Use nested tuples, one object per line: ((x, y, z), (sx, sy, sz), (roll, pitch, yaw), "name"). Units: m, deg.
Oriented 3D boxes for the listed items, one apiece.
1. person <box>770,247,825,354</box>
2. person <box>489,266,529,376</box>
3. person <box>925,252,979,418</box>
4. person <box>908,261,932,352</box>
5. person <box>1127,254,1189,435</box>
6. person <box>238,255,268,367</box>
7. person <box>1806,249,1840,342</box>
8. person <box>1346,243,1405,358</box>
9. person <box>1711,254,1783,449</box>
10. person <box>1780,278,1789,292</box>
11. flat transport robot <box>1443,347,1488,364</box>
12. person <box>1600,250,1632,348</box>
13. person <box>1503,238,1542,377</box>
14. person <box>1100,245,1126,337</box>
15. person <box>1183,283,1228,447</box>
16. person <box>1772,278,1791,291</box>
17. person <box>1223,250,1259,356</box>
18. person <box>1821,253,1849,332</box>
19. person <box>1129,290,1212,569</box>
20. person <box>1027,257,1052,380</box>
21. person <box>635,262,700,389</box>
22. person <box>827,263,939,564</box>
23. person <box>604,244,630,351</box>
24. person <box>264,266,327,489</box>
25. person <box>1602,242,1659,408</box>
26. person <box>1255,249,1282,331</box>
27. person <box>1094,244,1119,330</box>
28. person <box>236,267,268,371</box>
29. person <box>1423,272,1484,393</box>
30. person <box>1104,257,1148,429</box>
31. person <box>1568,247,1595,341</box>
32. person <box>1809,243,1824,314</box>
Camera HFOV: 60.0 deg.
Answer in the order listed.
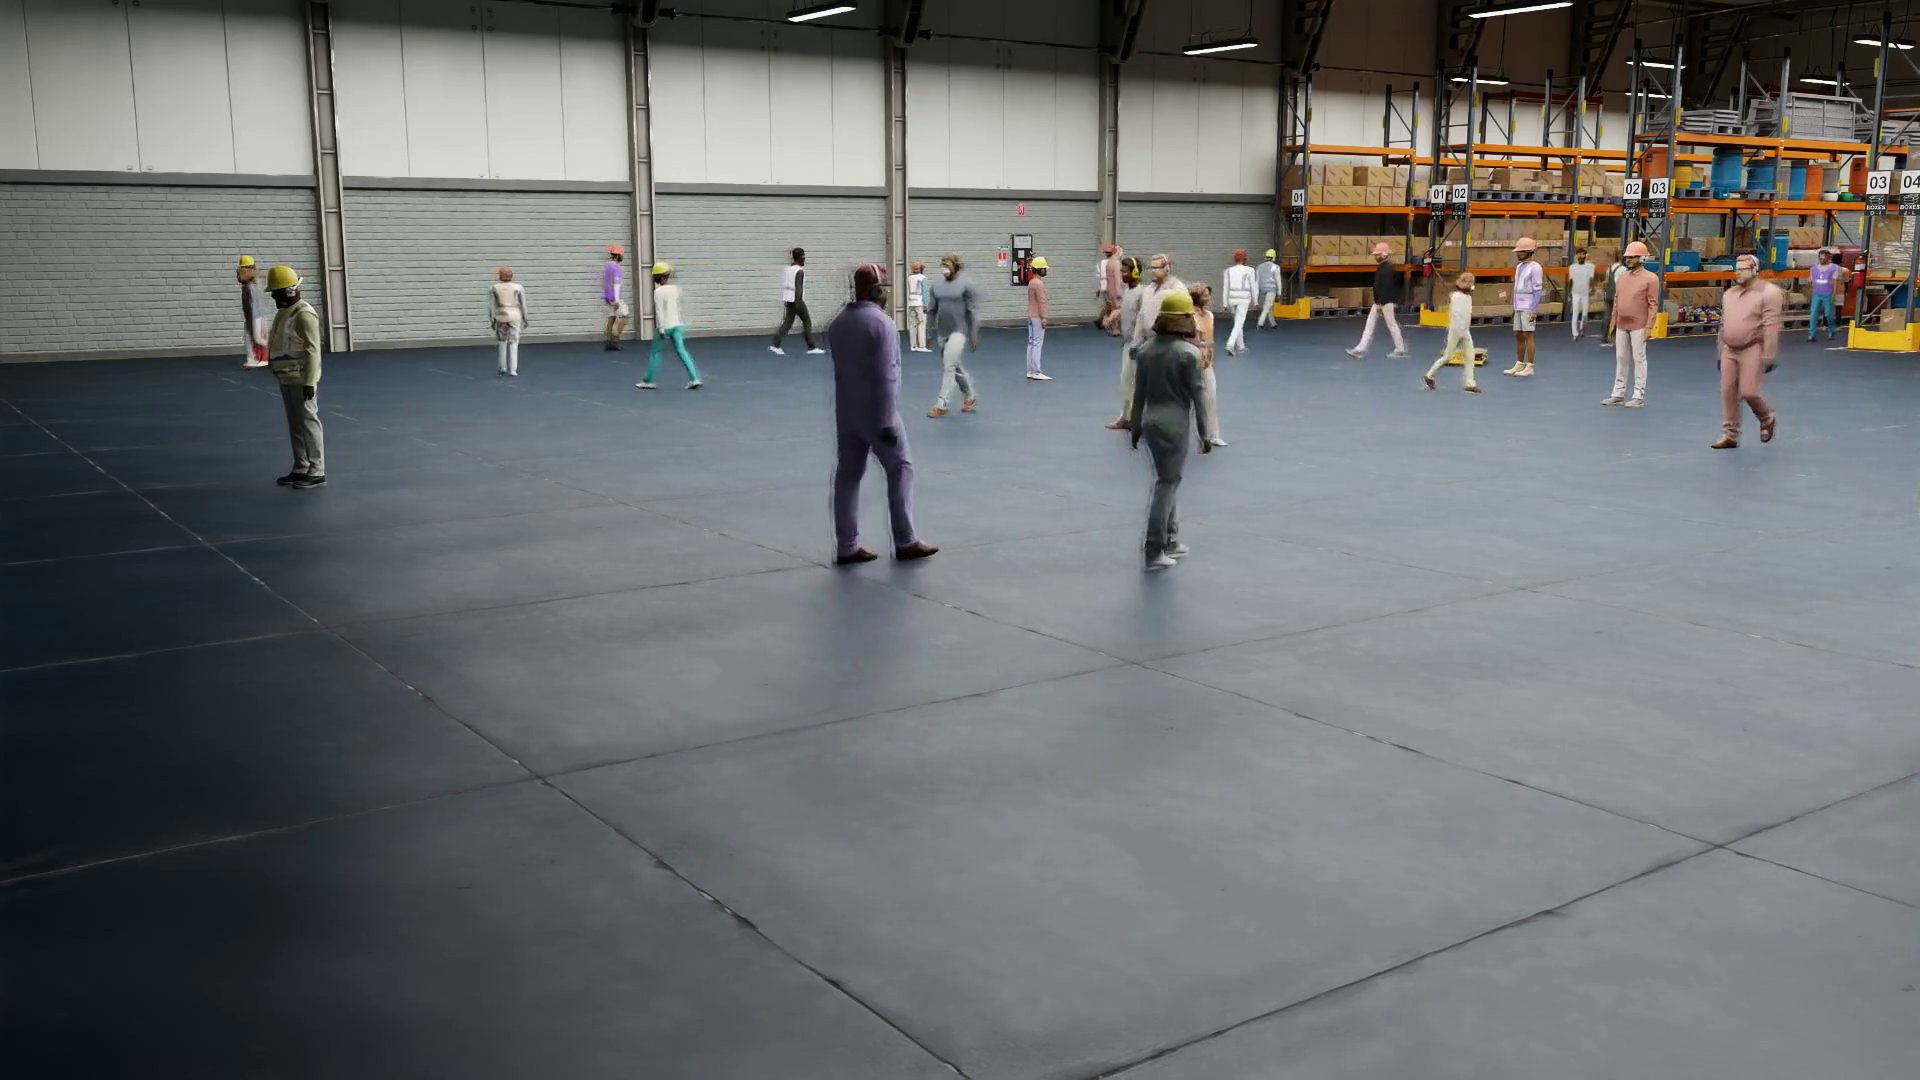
((-2.906, -4.196, 29.231), (0.961, 1.877, 0.591), (-6, 12, -30), "person")
((-6.703, -3.252, 24.765), (0.536, 1.617, 0.667), (-1, 10, -4), "person")
((-0.069, -2.382, 19.234), (0.647, 1.897, 1.010), (8, 13, 37), "person")
((-0.745, -4.173, 29.763), (0.322, 1.634, 0.523), (-7, 13, -36), "person")
((2.025, -2.024, 17.330), (0.937, 1.865, 0.656), (-5, 11, -26), "person")
((-11.235, -3.624, 26.397), (0.523, 1.762, 0.328), (10, 14, 44), "person")
((17.077, -4.838, 32.884), (0.570, 1.820, 0.838), (10, 14, 44), "person")
((7.123, -4.038, 28.171), (1.017, 1.939, 0.641), (-1, 10, -5), "person")
((7.645, -1.818, 16.131), (0.532, 1.889, 0.670), (-5, 12, -26), "person")
((21.180, -6.780, 43.129), (0.630, 1.979, 1.102), (4, 11, 23), "person")
((8.214, -3.003, 27.072), (0.652, 0.197, 1.431), (4, 11, 20), "flat transport robot")
((12.276, -4.468, 30.893), (0.832, 1.811, 0.519), (-4, 11, -22), "person")
((8.297, -3.421, 24.509), (0.382, 2.039, 0.615), (-2, 11, -10), "person")
((3.179, -5.115, 34.195), (0.482, 1.891, 0.669), (-2, 10, -8), "person")
((2.300, -1.747, 16.497), (0.519, 1.608, 0.794), (-9, 14, -41), "person")
((20.317, -6.408, 41.298), (0.930, 1.882, 0.620), (-9, 14, -41), "person")
((4.849, -4.138, 29.015), (0.585, 1.846, 0.966), (9, 14, 40), "person")
((18.968, -5.358, 36.066), (0.535, 1.700, 0.318), (6, 12, 31), "person")
((1.370, -0.690, 10.391), (0.685, 1.717, 0.514), (-9, 14, -41), "person")
((1.135, -3.198, 24.047), (0.309, 1.769, 0.525), (-3, 11, -16), "person")
((-3.936, -2.883, 22.460), (0.917, 1.722, 0.536), (5, 12, 27), "person")
((-0.474, -0.794, 10.527), (0.785, 1.881, 0.673), (-9, 13, -39), "person")
((-6.211, -4.355, 29.965), (0.484, 1.918, 0.554), (-8, 13, -36), "person")
((-5.455, -1.329, 13.651), (0.403, 1.819, 0.596), (-9, 14, -41), "person")
((8.146, -2.606, 20.163), (0.378, 1.996, 0.611), (-5, 12, -28), "person")
((6.748, -5.465, 36.392), (0.919, 1.794, 0.599), (-9, 14, -41), "person")
((3.254, -5.587, 36.773), (0.556, 1.906, 0.912), (9, 14, 40), "person")
((-10.863, -3.419, 25.738), (0.684, 1.600, 0.510), (-7, 12, -34), "person")
((6.583, -2.761, 22.099), (0.489, 1.597, 0.787), (-10, 14, -43), "person")
((1.920, -2.106, 17.874), (0.725, 1.843, 0.516), (-3, 11, -18), "person")
((12.339, -4.882, 33.028), (0.518, 1.857, 0.679), (4, 11, 22), "person")
((22.672, -6.869, 43.777), (0.615, 1.909, 0.527), (4, 11, 23), "person")
